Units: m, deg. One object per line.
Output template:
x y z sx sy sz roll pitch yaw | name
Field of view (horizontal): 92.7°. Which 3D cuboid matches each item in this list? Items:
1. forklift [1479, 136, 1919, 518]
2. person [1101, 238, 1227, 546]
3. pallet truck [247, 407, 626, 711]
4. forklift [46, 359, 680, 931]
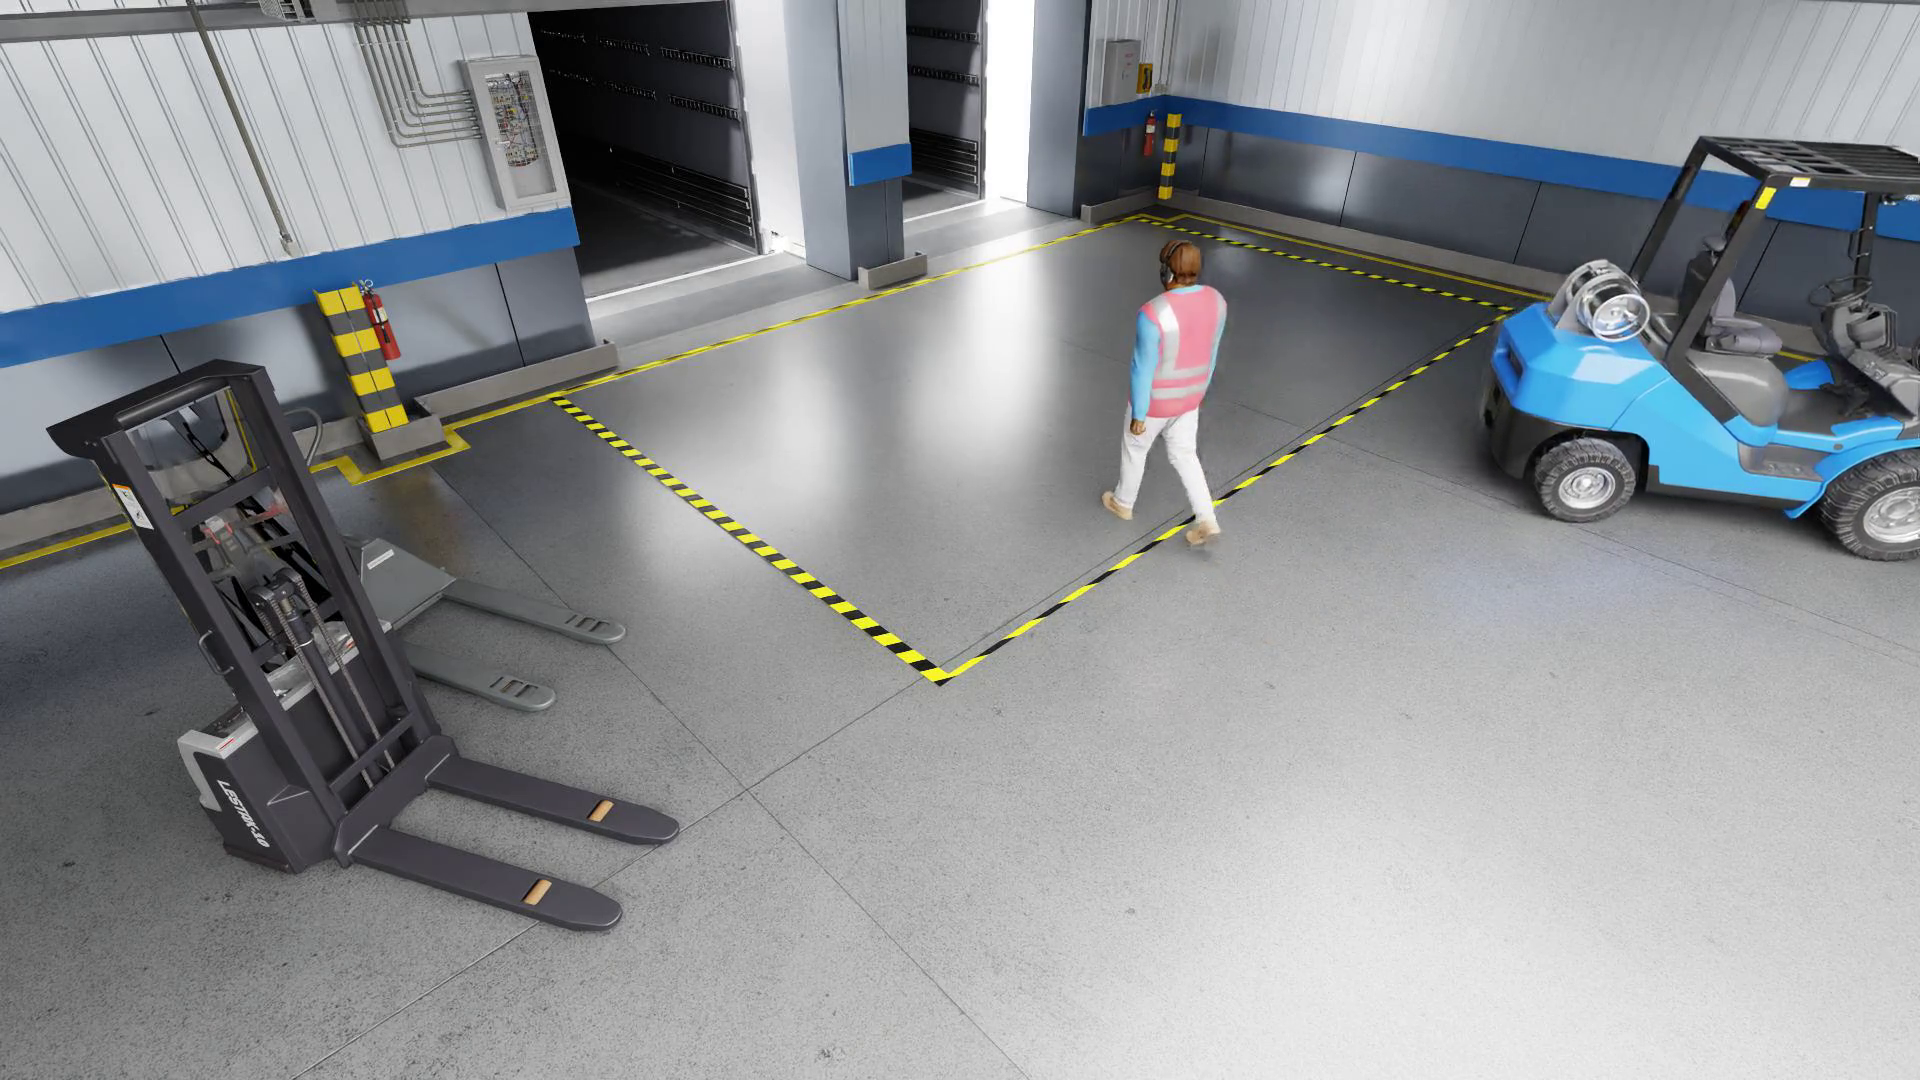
4.925 -1.297 5.565 2.680 2.036 1.157 9 35 13 | forklift
1.252 -0.803 5.342 0.637 1.793 0.914 -18 38 -24 | person
-2.628 0.038 4.590 1.601 1.201 0.680 12 36 18 | pallet truck
-2.135 0.422 3.354 1.885 1.965 0.823 10 35 14 | forklift
